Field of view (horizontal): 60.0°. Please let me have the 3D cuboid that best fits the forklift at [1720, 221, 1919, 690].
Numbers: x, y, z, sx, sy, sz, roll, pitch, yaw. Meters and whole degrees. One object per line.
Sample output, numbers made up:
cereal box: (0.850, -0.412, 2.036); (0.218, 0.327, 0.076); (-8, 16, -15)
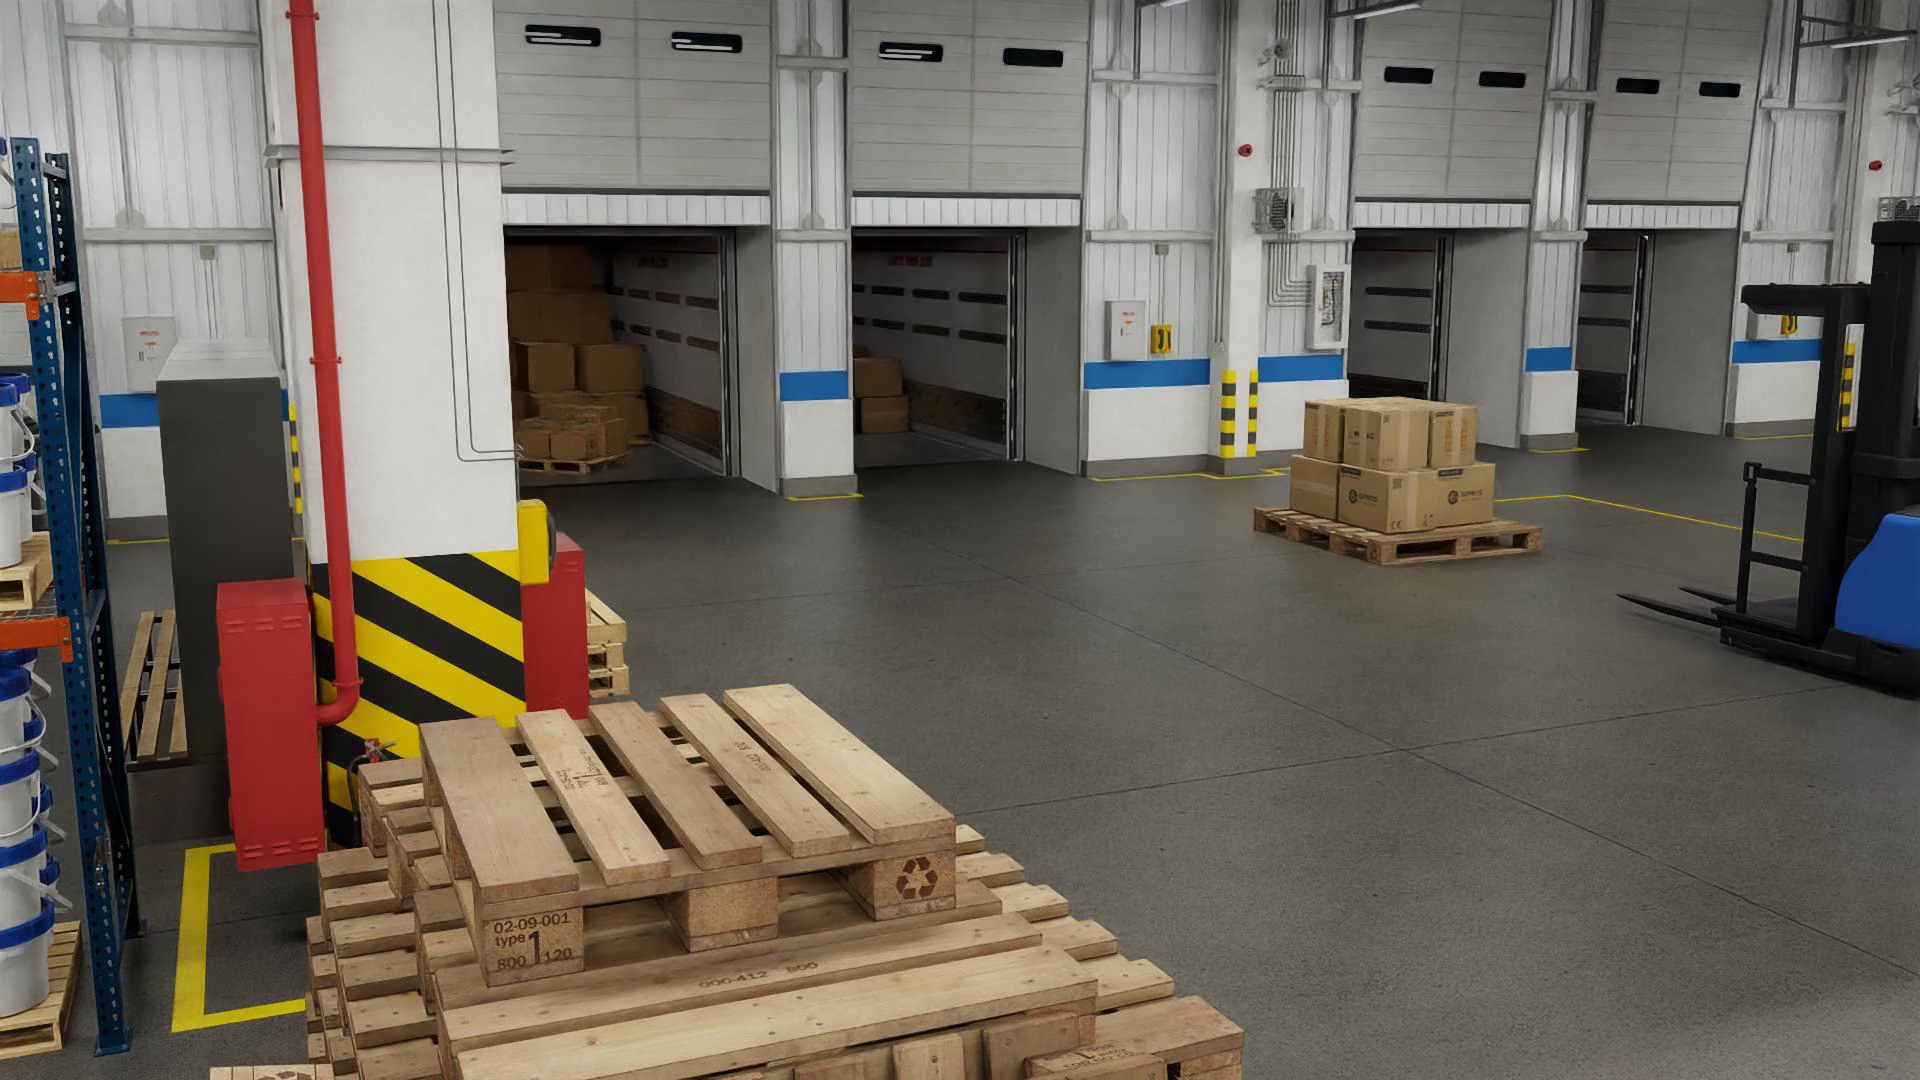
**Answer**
forklift: (5.949, -0.550, 10.218); (1.129, 2.768, 1.873); (-4, 11, -23)
